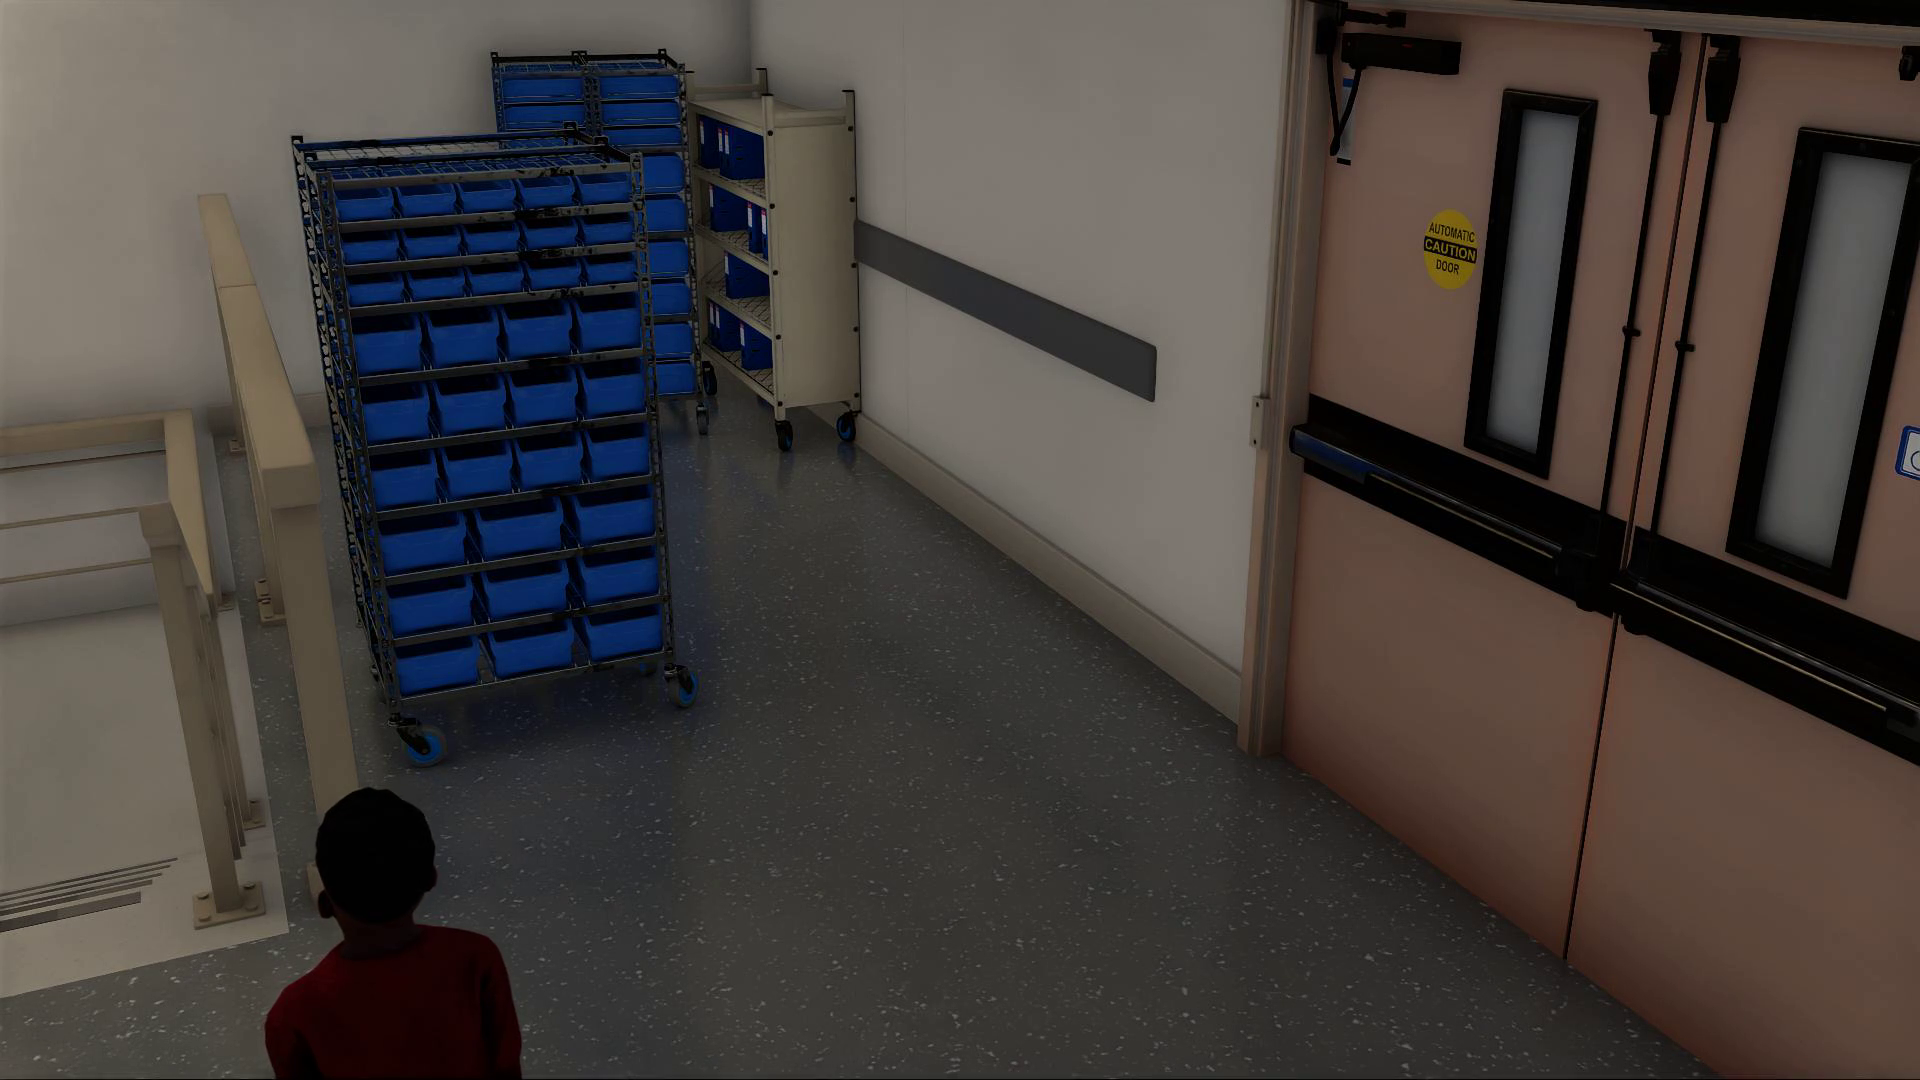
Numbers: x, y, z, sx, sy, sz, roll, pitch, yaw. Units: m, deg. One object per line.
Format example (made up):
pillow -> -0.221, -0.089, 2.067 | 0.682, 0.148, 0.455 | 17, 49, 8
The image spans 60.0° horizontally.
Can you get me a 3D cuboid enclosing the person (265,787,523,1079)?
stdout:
person -> -0.792, 0.936, 2.466 | 0.506, 1.255, 0.500 | -12, 24, -28
